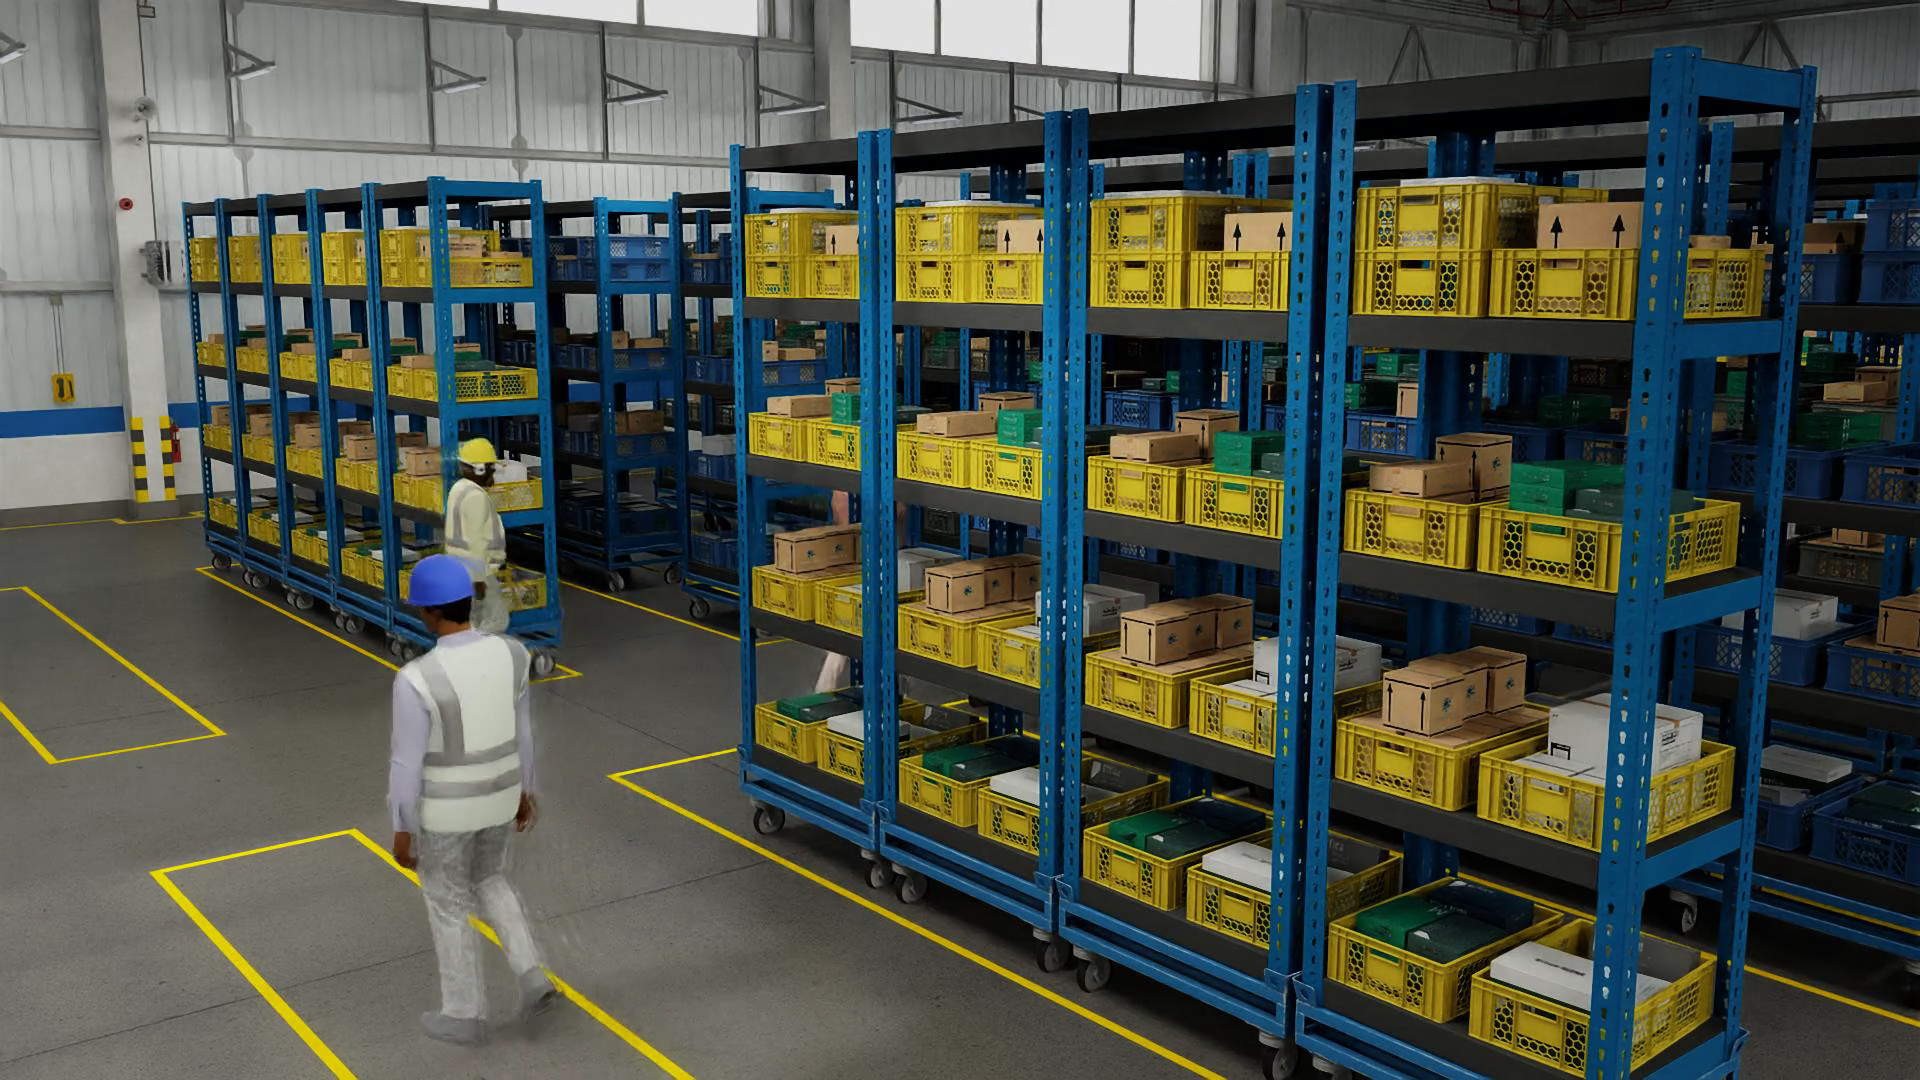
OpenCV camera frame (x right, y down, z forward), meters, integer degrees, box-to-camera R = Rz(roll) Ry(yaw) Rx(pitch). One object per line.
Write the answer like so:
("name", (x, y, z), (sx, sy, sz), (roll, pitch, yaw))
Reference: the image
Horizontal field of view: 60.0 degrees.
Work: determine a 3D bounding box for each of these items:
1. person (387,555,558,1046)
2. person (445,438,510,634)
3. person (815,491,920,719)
("person", (-1.885, 1.009, 6.365), (0.485, 1.924, 0.622), (6, 11, 33))
("person", (-3.358, 0.198, 11.594), (0.418, 1.815, 0.620), (-5, 10, -26))
("person", (-0.632, 0.268, 10.763), (0.625, 1.965, 0.936), (7, 12, 35))
